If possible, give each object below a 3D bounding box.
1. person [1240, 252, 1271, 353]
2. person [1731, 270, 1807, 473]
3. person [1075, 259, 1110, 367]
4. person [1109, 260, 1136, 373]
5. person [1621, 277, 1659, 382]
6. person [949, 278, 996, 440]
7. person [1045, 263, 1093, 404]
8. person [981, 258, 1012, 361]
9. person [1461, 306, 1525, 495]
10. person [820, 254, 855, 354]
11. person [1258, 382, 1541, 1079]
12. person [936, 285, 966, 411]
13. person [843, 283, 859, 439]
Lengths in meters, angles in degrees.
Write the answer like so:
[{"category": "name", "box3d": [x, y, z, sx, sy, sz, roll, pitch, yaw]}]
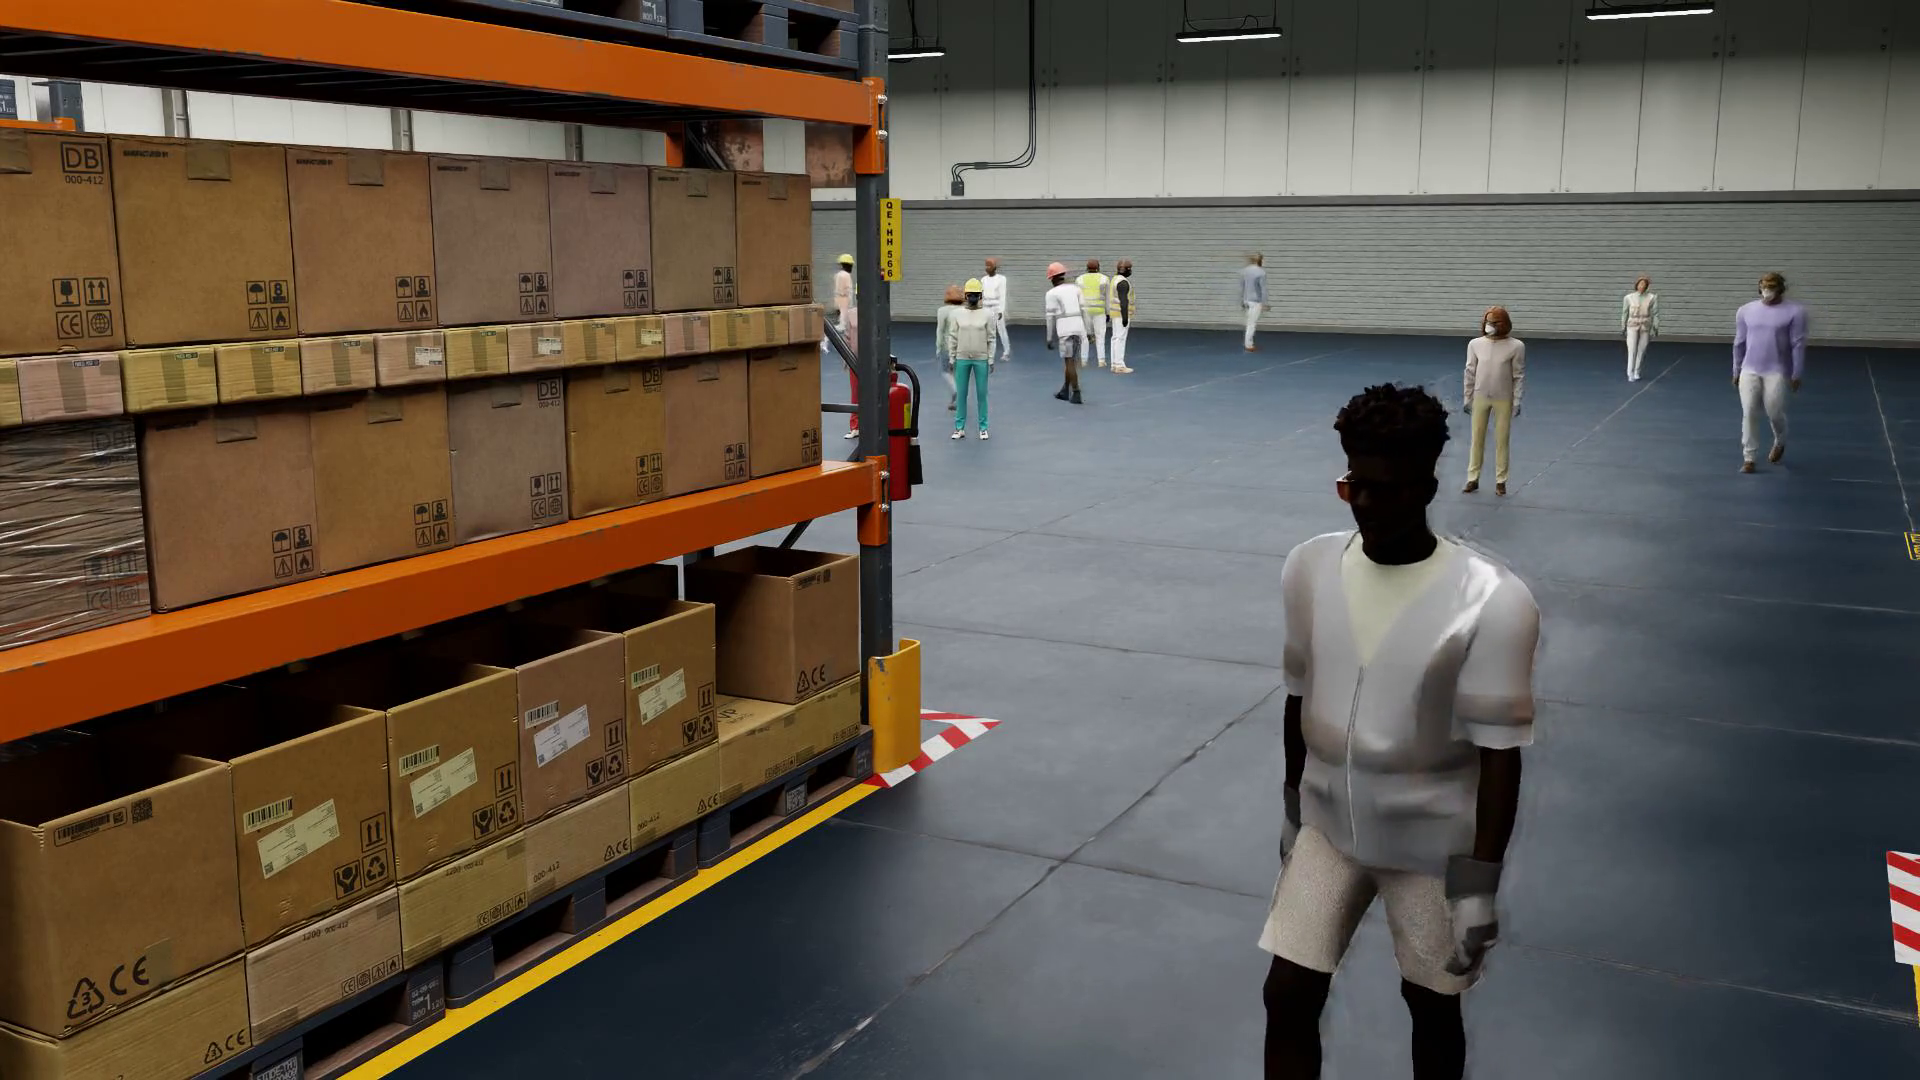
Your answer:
[{"category": "person", "box3d": [5.665, -4.537, 31.828, 0.577, 1.921, 0.642, -4, 11, -21]}, {"category": "person", "box3d": [7.700, -1.606, 15.847, 0.633, 1.919, 0.738, 9, 14, 40]}, {"category": "person", "box3d": [2.272, -3.875, 28.416, 0.620, 1.845, 0.430, 2, 11, 10]}, {"category": "person", "box3d": [2.661, -3.663, 27.269, 0.430, 1.840, 0.626, -1, 10, -7]}, {"category": "person", "box3d": [10.515, -3.263, 25.764, 0.519, 1.623, 0.759, 2, 11, 13]}, {"category": "person", "box3d": [0.134, -1.986, 18.319, 0.526, 1.771, 0.305, 1, 10, 8]}, {"category": "person", "box3d": [1.421, -2.780, 22.390, 0.580, 1.861, 0.916, -6, 12, -30]}, {"category": "person", "box3d": [0.603, -4.052, 29.409, 0.590, 1.845, 0.974, 8, 13, 36]}, {"category": "person", "box3d": [4.615, -1.202, 14.409, 0.504, 1.631, 0.282, 6, 12, 30]}, {"category": "person", "box3d": [-2.243, -4.470, 31.512, 0.843, 1.904, 0.589, -2, 11, -11]}, {"category": "person", "box3d": [0.855, 0.643, 3.509, 0.631, 1.932, 0.839, 10, 14, 42]}, {"category": "person", "box3d": [-0.071, -2.437, 21.181, 0.517, 1.617, 0.394, -5, 12, -27]}, {"category": "person", "box3d": [-1.043, -1.986, 18.324, 0.523, 1.769, 0.316, 2, 11, 13]}]
